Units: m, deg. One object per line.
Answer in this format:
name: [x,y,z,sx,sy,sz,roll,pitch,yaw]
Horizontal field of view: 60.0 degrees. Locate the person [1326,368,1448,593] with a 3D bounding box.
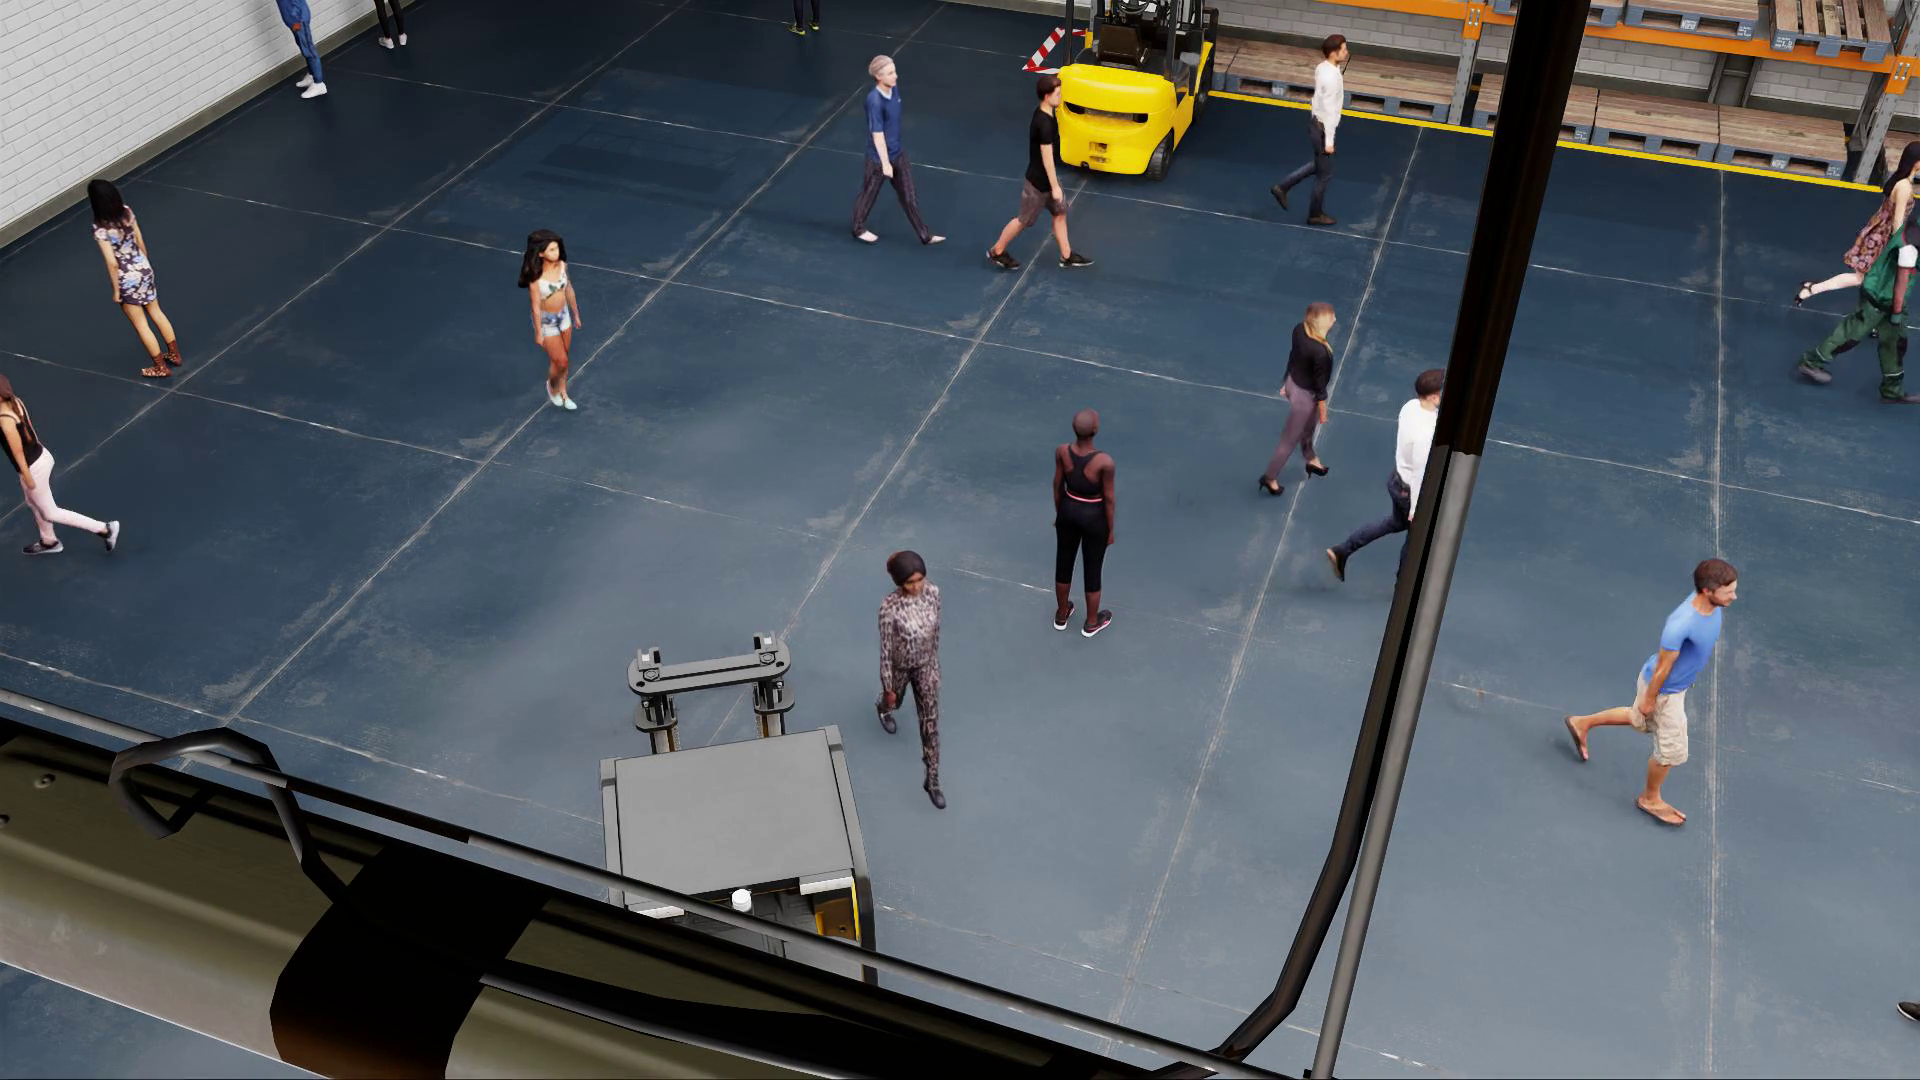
person: [2.928,-0.345,11.129,1.122,1.842,0.830,2,39,2]

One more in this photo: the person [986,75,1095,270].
person: [0.633,-3.204,14.715,1.267,1.834,0.837,5,39,6]

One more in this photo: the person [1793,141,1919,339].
person: [7.598,-2.485,13.879,1.019,1.753,0.638,13,40,16]

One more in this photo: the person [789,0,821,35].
person: [-1.827,-6.671,19.281,0.618,1.554,0.637,-26,45,-29]

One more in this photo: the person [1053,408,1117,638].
person: [0.792,-0.115,10.908,0.517,1.757,0.668,18,42,21]

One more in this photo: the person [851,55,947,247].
person: [-0.772,-3.485,15.081,1.213,1.815,0.781,18,42,21]

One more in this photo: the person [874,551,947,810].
person: [-0.345,0.723,9.927,1.119,1.672,1.158,-15,41,-18]

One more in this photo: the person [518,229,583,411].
person: [-3.241,-1.707,13.020,0.668,1.610,0.634,22,43,25]

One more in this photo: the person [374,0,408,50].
person: [-6.620,-6.474,18.882,0.662,1.742,0.704,-22,43,-25]

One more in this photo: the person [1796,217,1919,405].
person: [7.211,-1.923,13.153,1.274,1.781,0.915,23,44,26]

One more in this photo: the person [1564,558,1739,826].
person: [4.052,0.800,9.703,0.930,1.832,1.206,-31,48,-33]

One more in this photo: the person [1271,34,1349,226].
person: [3.282,-3.768,15.403,0.975,1.856,0.818,2,39,2]

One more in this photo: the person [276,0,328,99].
person: [-7.131,-5.681,17.835,0.802,1.811,0.749,-15,41,-18]

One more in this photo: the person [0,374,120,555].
person: [-6.373,-0.504,11.568,1.018,1.541,0.829,-7,39,-9]

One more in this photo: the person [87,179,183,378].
person: [-6.684,-2.107,13.422,0.516,1.733,0.612,10,40,12]

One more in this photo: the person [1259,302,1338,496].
person: [2.398,-0.996,12.098,0.962,1.650,0.855,-9,39,-11]
